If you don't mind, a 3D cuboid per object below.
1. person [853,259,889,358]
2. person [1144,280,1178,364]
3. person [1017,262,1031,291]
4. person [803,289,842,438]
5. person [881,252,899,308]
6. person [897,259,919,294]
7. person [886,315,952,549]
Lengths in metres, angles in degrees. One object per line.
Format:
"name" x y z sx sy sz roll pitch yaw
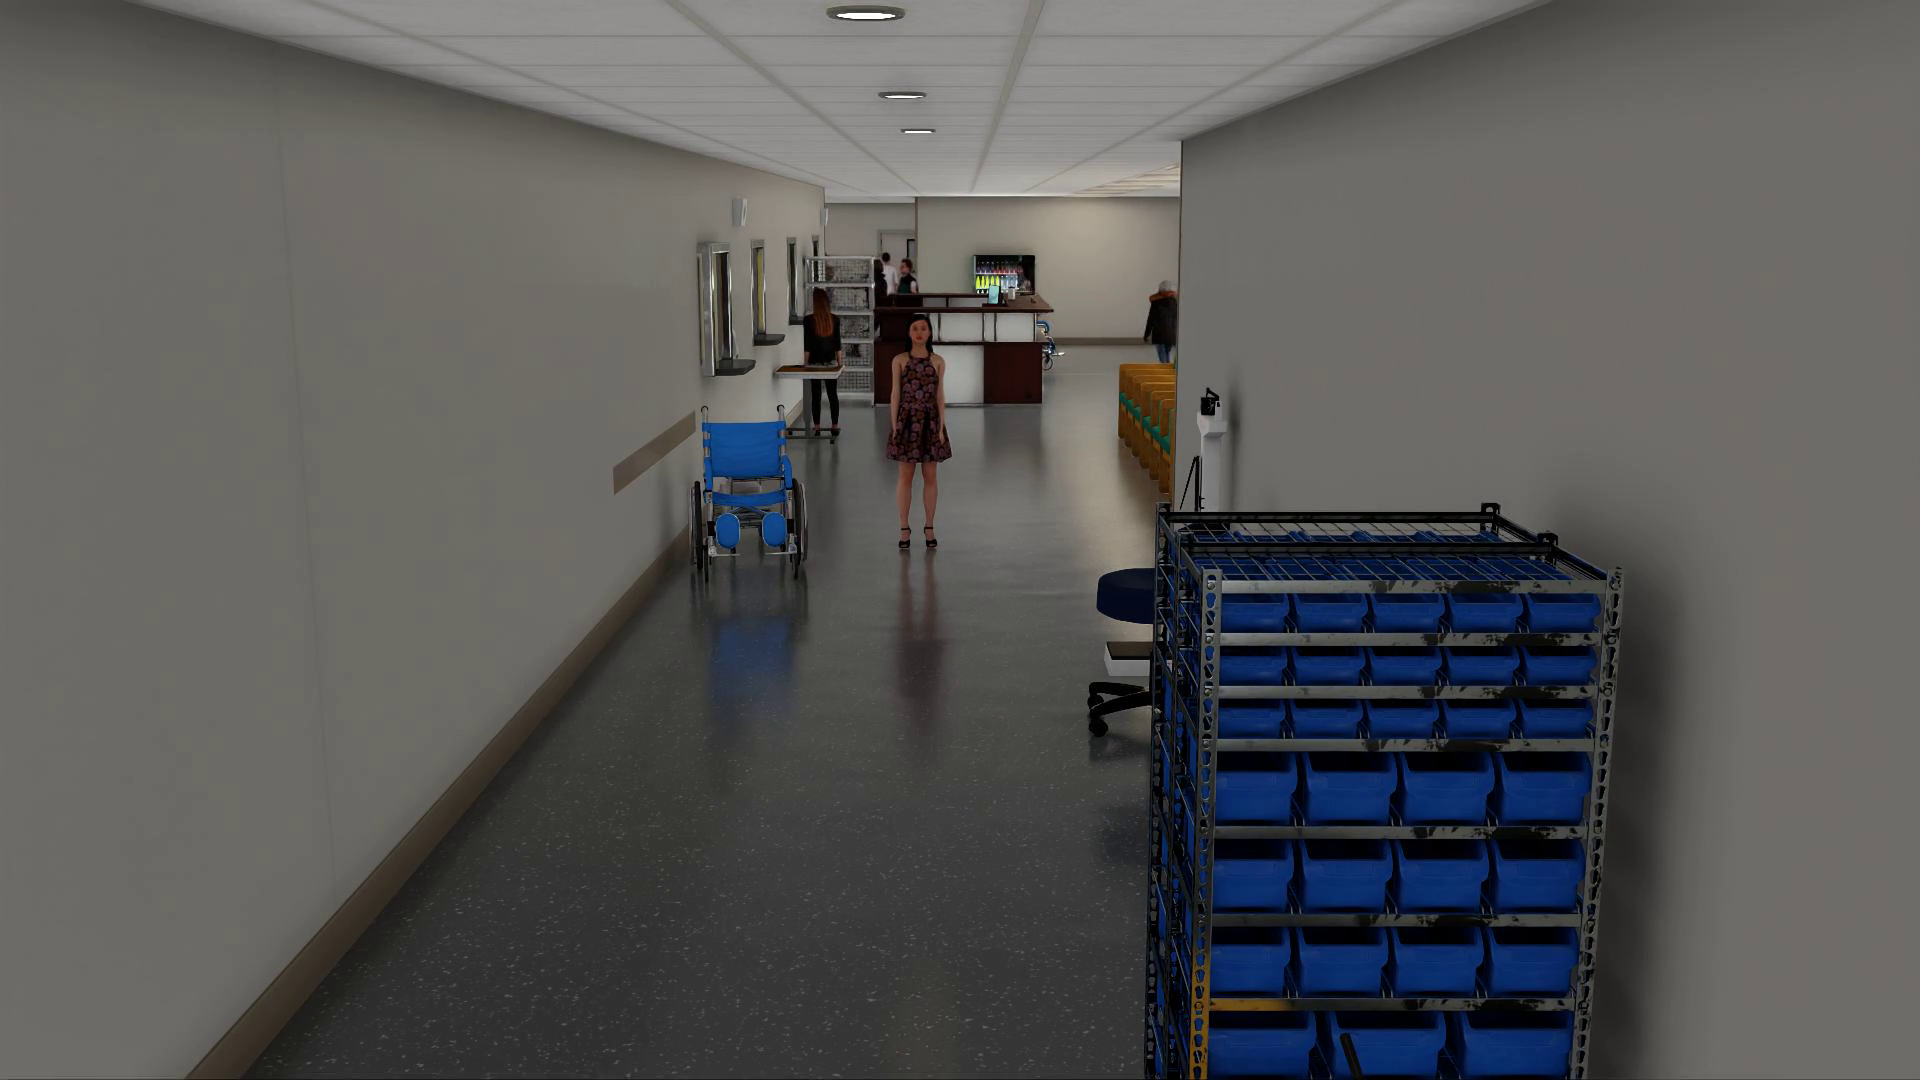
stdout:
"person" -1.589 -4.213 30.416 1.223 1.803 1.052 6 12 30
"person" 3.056 -3.018 24.650 0.956 1.605 0.876 -4 12 -21
"person" 1.363 -4.540 32.469 1.104 1.680 0.741 0 11 2
"person" -1.595 -2.054 19.299 0.550 1.707 0.715 -3 11 -14
"person" -1.600 -5.282 36.063 1.185 1.799 0.797 1 11 5
"person" -0.938 -4.027 29.328 0.755 1.844 0.740 -5 12 -27
"person" -0.316 -0.818 12.604 0.638 1.774 0.752 -1 11 -7
